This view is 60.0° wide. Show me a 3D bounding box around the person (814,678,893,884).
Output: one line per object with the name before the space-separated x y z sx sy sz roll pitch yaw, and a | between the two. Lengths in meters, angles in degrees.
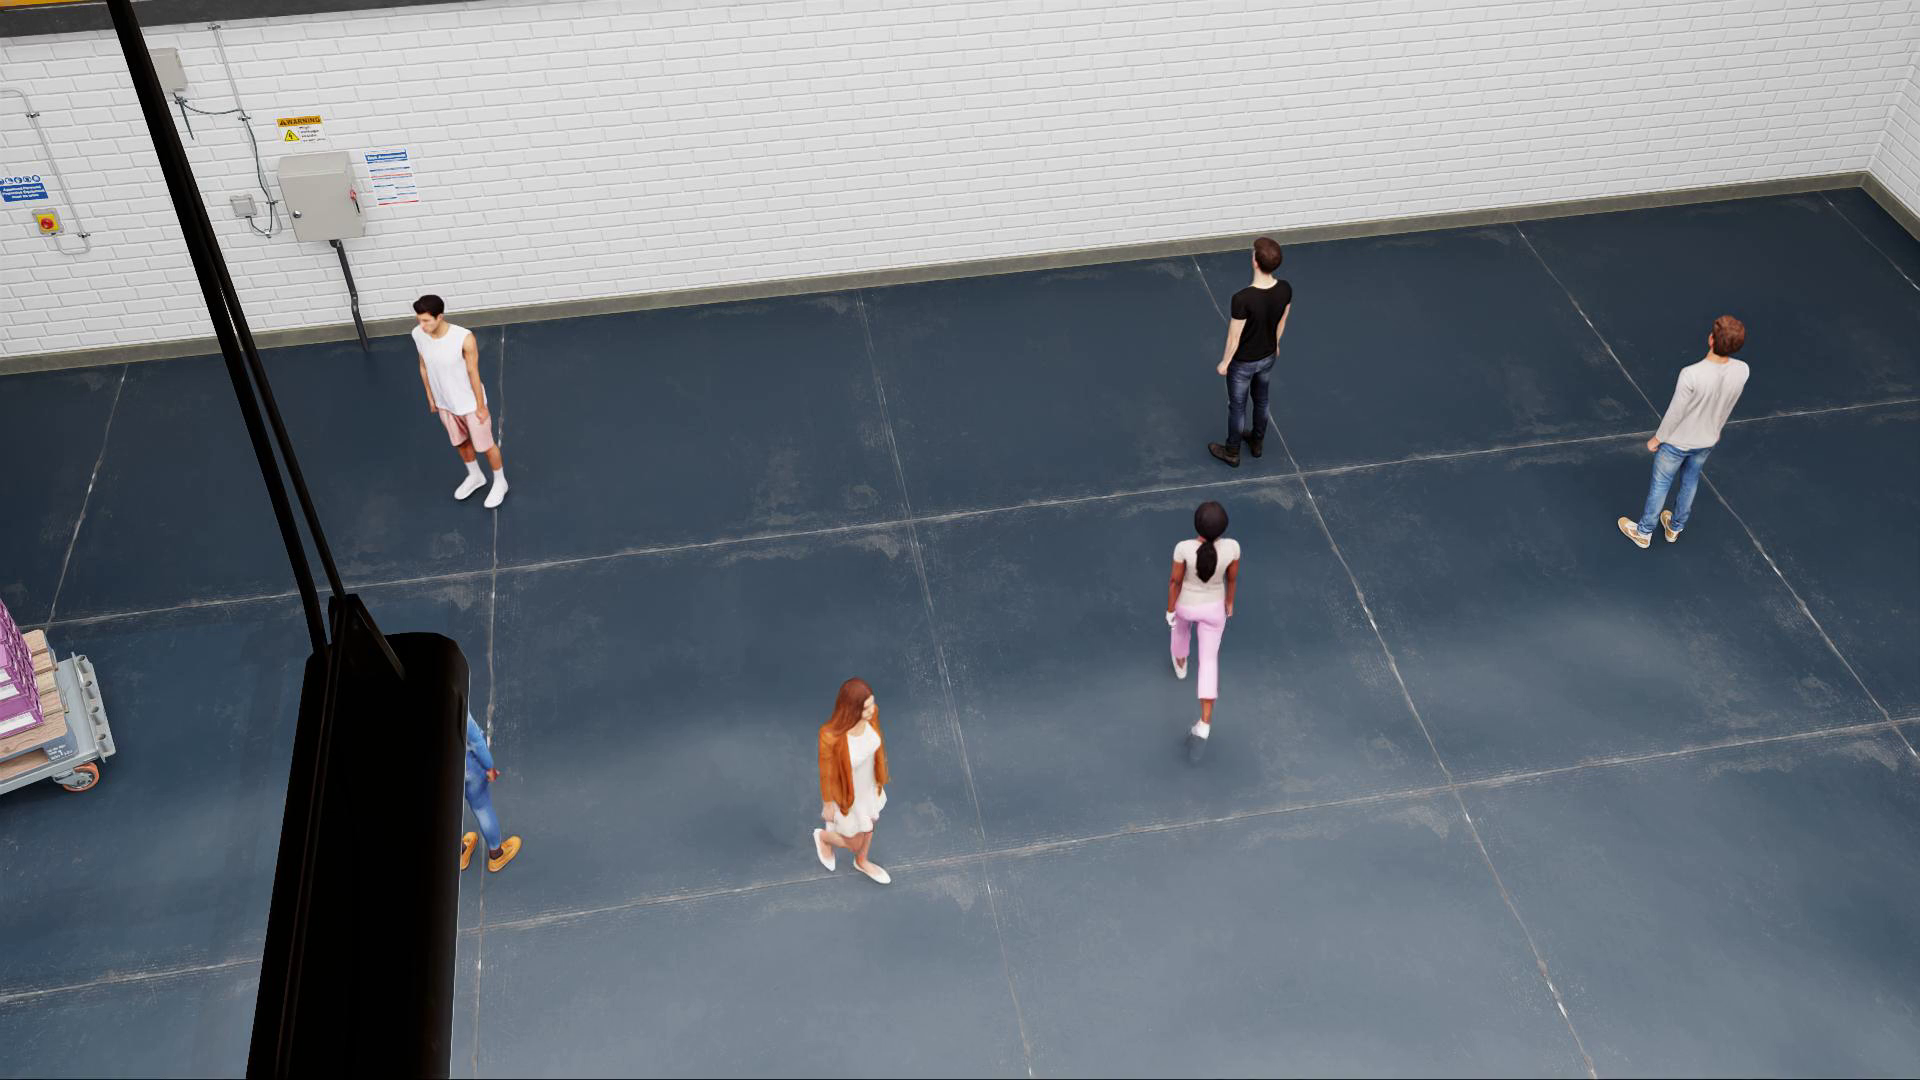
person | -0.664 1.344 9.361 0.888 1.707 0.822 32 52 29

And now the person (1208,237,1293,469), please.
person | 2.126 -1.344 12.046 0.731 1.897 0.690 -20 47 -20

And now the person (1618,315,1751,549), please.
person | 4.998 -0.715 11.380 0.654 1.905 0.568 -6 44 -6

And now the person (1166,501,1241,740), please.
person | 1.490 0.487 10.260 0.724 1.709 1.184 1 44 1

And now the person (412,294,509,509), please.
person | -3.530 -1.016 11.786 0.738 1.780 0.745 14 45 14
